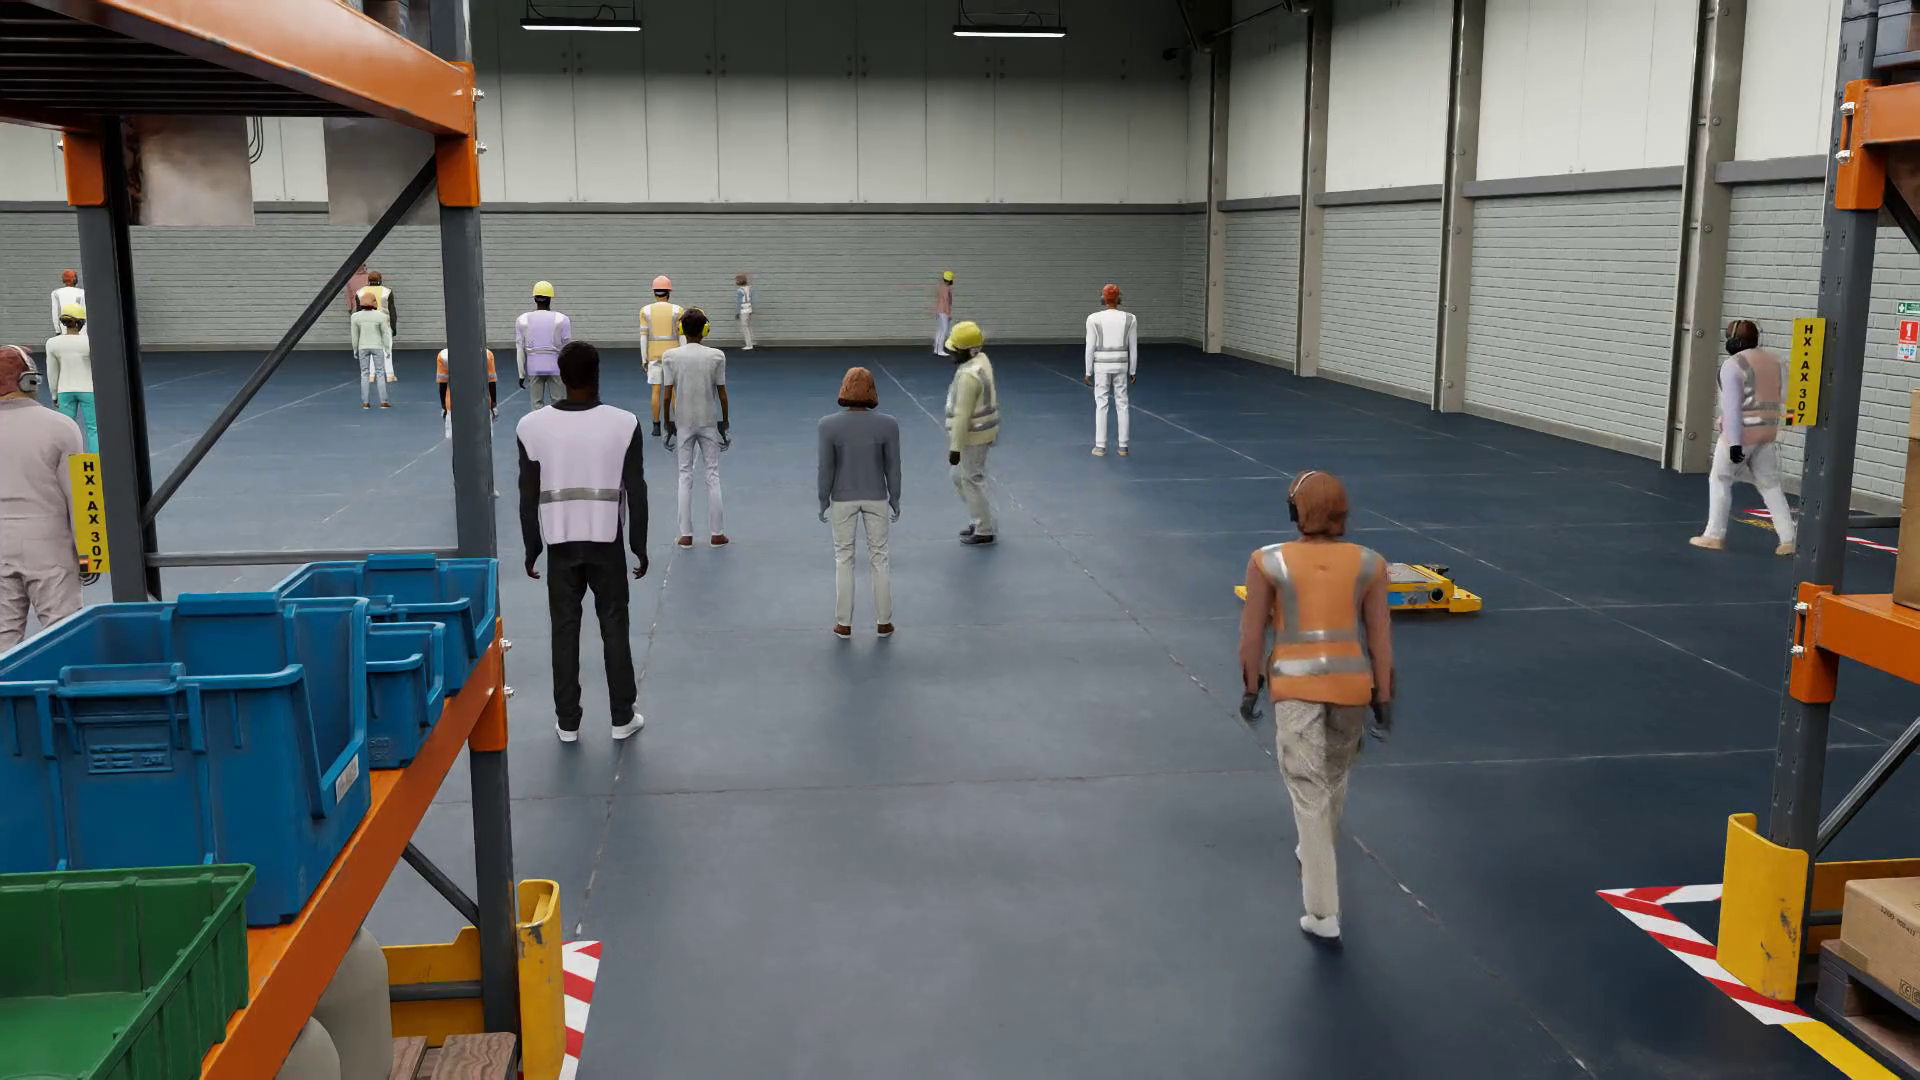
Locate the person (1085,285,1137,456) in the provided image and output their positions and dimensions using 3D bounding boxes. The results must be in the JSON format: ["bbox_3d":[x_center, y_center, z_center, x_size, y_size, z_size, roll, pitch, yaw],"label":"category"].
[{"bbox_3d":[1.661,-1.862,18.311,0.582,1.882,0.338,-1,10,-7],"label":"person"}]

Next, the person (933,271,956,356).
[{"bbox_3d":[-0.314,-4.596,33.744,0.441,1.720,0.643,-1,10,-8],"label":"person"}]

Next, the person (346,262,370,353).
[{"bbox_3d":[-12.406,-4.843,34.595,0.649,1.904,0.401,-1,10,-7],"label":"person"}]

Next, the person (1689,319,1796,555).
[{"bbox_3d":[6.062,-0.769,12.627,0.642,1.796,0.815,-5,11,-25],"label":"person"}]

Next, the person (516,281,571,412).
[{"bbox_3d":[-4.500,-1.839,18.063,0.593,1.925,0.384,-1,10,-7],"label":"person"}]

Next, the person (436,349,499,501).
[{"bbox_3d":[-4.487,-1.201,15.199,0.539,1.695,0.318,-1,10,-7],"label":"person"}]

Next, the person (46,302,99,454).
[{"bbox_3d":[-8.627,-1.436,16.296,0.531,1.767,0.328,-1,10,-7],"label":"person"}]

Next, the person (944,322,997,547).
[{"bbox_3d":[0.078,-0.802,12.808,0.406,1.768,0.671,1,10,5],"label":"person"}]

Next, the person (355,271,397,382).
[{"bbox_3d":[-9.686,-3.546,27.660,0.631,1.842,0.428,-1,10,-7],"label":"person"}]

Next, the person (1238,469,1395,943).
[{"bbox_3d":[1.261,0.554,5.880,0.523,1.583,0.848,-1,10,-6],"label":"person"}]

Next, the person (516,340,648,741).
[{"bbox_3d":[-1.787,0.014,7.934,0.594,1.915,0.373,-1,10,-7],"label":"person"}]

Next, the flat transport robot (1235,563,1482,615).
[{"bbox_3d":[2.570,0.315,10.798,1.431,0.197,0.652,-1,10,-7],"label":"flat transport robot"}]

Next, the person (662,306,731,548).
[{"bbox_3d":[-2.047,-0.868,12.900,0.528,1.869,0.313,-1,10,-7],"label":"person"}]

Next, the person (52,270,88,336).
[{"bbox_3d":[-14.131,-3.361,26.526,0.582,1.882,0.338,-1,10,-7],"label":"person"}]

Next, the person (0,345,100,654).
[{"bbox_3d":[-4.374,0.042,7.817,0.649,1.904,0.401,-1,10,-7],"label":"person"}]

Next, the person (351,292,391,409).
[{"bbox_3d":[-8.265,-2.657,23.351,0.505,1.632,0.269,-1,10,-7],"label":"person"}]

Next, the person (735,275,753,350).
[{"bbox_3d":[-4.598,-4.838,35.400,0.349,1.594,0.586,1,10,5],"label":"person"}]

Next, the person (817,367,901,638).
[{"bbox_3d":[-0.605,-0.221,10.000,0.505,1.632,0.269,-1,10,-7],"label":"person"}]

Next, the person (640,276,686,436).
[{"bbox_3d":[-3.588,-2.224,20.152,0.550,1.933,0.374,-1,10,-7],"label":"person"}]
